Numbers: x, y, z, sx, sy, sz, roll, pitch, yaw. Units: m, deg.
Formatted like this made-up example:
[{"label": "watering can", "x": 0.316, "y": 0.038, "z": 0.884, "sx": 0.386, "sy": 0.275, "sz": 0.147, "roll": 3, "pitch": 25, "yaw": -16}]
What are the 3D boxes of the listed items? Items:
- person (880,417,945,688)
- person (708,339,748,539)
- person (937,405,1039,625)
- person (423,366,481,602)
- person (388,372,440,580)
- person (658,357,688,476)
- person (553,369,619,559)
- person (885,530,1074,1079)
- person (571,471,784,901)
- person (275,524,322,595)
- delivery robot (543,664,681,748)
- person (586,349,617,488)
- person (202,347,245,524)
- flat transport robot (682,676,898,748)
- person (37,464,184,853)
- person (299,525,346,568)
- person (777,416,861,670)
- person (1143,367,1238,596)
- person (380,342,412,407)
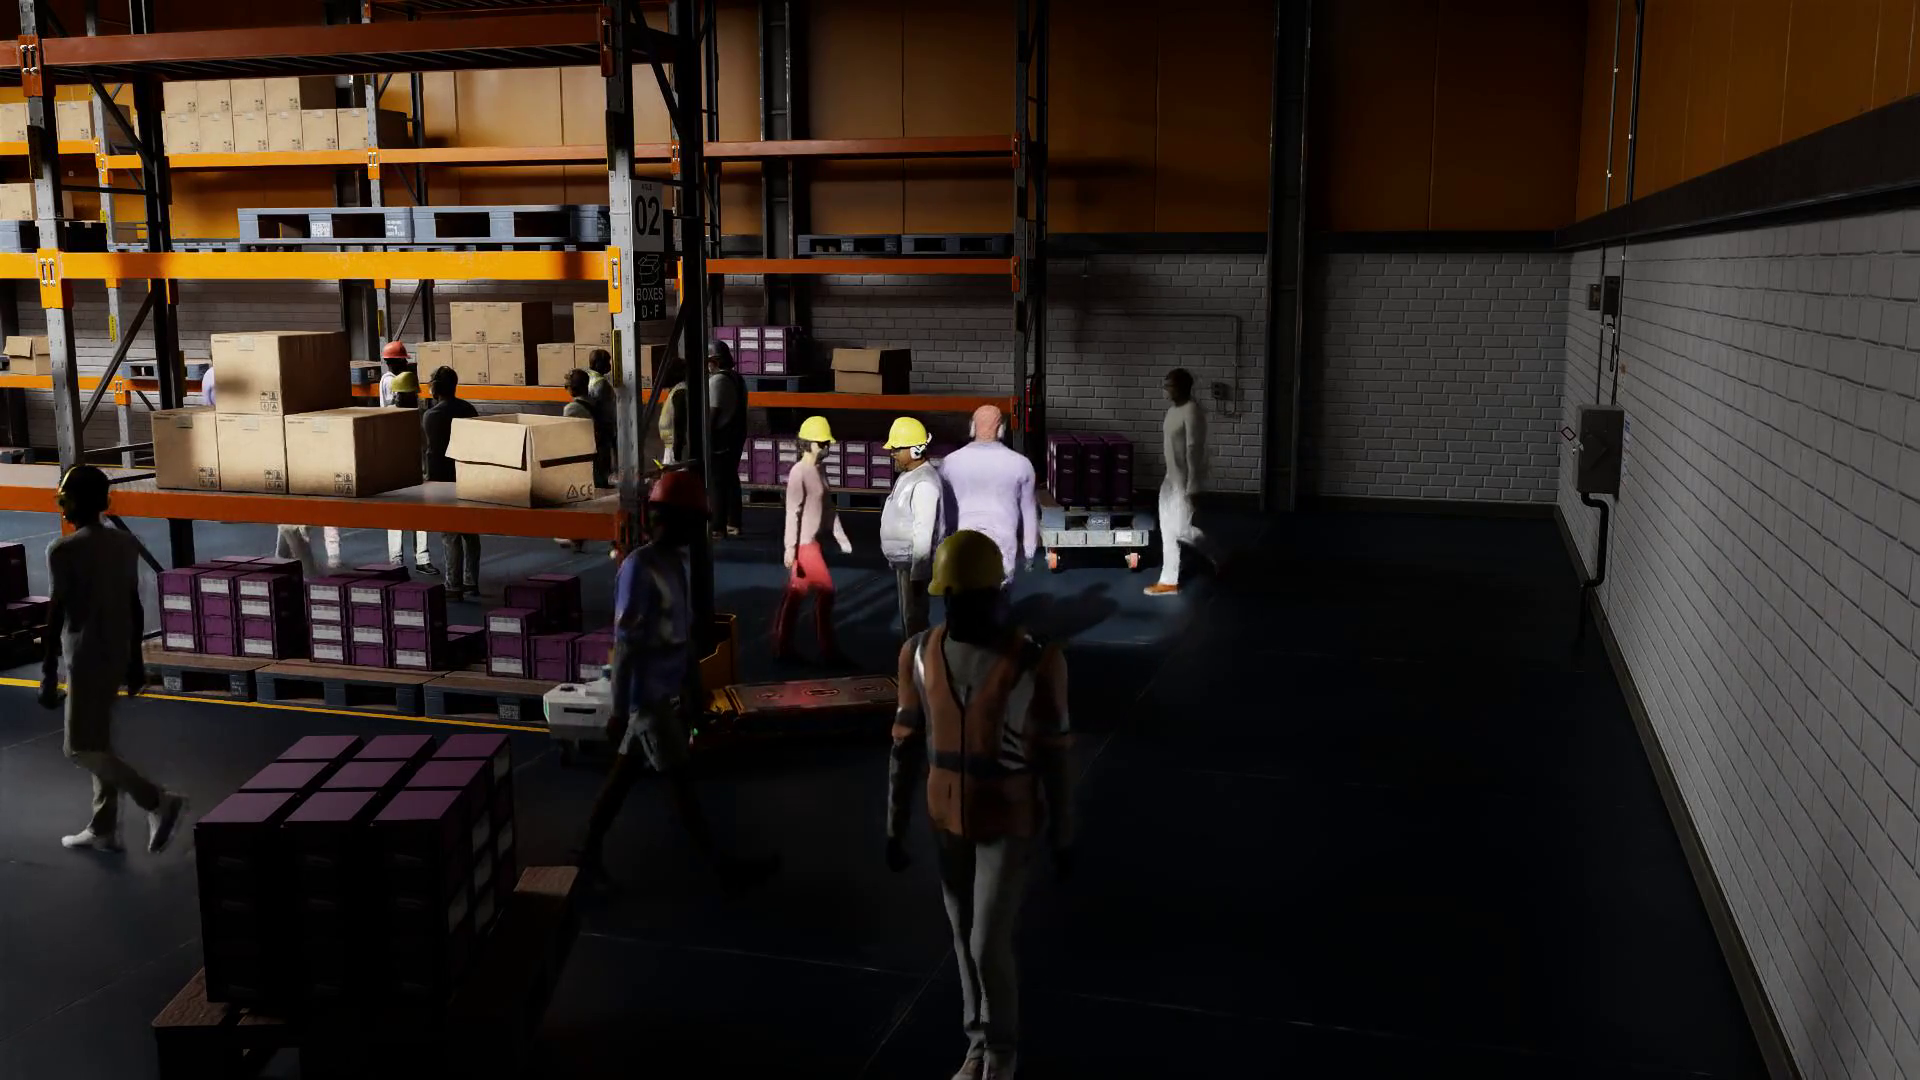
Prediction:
[{"label": "person", "x": -0.298, "y": 0.134, "z": 10.421, "sx": 0.404, "sy": 1.821, "sz": 0.593, "roll": -2, "pitch": 9, "yaw": -10}, {"label": "person", "x": -2.440, "y": -1.038, "z": 16.891, "sx": 0.535, "sy": 2.000, "sz": 0.688, "roll": 3, "pitch": 10, "yaw": 16}, {"label": "person", "x": 0.184, "y": 0.056, "z": 10.804, "sx": 0.664, "sy": 1.851, "sz": 0.997, "roll": 2, "pitch": 9, "yaw": 11}, {"label": "person", "x": -4.190, "y": -0.459, "z": 13.674, "sx": 0.373, "sy": 1.940, "sz": 0.628, "roll": 3, "pitch": 10, "yaw": 17}, {"label": "person", "x": -4.848, "y": -0.566, "z": 14.657, "sx": 0.404, "sy": 1.828, "sz": 0.603, "roll": 7, "pitch": 12, "yaw": 37}, {"label": "person", "x": -2.870, "y": -1.018, "z": 17.491, "sx": 0.862, "sy": 1.813, "sz": 0.630, "roll": -2, "pitch": 10, "yaw": -14}, {"label": "person", "x": -3.467, "y": -0.714, "z": 15.700, "sx": 0.910, "sy": 1.797, "sz": 0.520, "roll": 5, "pitch": 11, "yaw": 30}, {"label": "person", "x": 0.035, "y": 0.913, "z": 5.380, "sx": 0.624, "sy": 1.907, "sz": 0.556, "roll": 5, "pitch": 11, "yaw": 27}, {"label": "person", "x": -1.277, "y": 0.646, "z": 7.168, "sx": 1.010, "sy": 1.860, "sz": 0.608, "roll": 1, "pitch": 9, "yaw": 7}, {"label": "person", "x": -5.673, "y": -0.462, "z": 13.996, "sx": 0.897, "sy": 1.848, "sz": 0.589, "roll": 5, "pitch": 10, "yaw": 27}, {"label": "delivery robot", "x": -1.912, "y": 0.928, "z": 9.140, "sx": 0.707, "sy": 0.478, "sz": 0.477, "roll": 1, "pitch": 9, "yaw": 8}, {"label": "person", "x": -3.999, "y": -1.201, "z": 18.500, "sx": 0.429, "sy": 1.839, "sz": 0.633, "roll": -6, "pitch": 11, "yaw": -31}, {"label": "person", "x": -7.916, "y": -1.143, "z": 17.843, "sx": 0.362, "sy": 1.938, "sz": 0.631, "roll": -5, "pitch": 11, "yaw": -30}, {"label": "flat transport robot", "x": -0.895, "y": 1.000, "z": 9.848, "sx": 1.431, "sy": 0.197, "sz": 0.652, "roll": -3, "pitch": 10, "yaw": -15}, {"label": "person", "x": -3.939, "y": 0.573, "z": 7.676, "sx": 0.628, "sy": 1.841, "sz": 0.537, "roll": 2, "pitch": 10, "yaw": 14}, {"label": "person", "x": -5.840, "y": -0.716, "z": 15.067, "sx": 0.622, "sy": 1.992, "sz": 0.395, "roll": -5, "pitch": 11, "yaw": -28}, {"label": "person", "x": -0.944, "y": 0.022, "z": 11.358, "sx": 0.750, "sy": 1.733, "sz": 0.521, "roll": 1, "pitch": 9, "yaw": 9}, {"label": "person", "x": 1.908, "y": -0.478, "z": 13.854, "sx": 0.687, "sy": 1.917, "sz": 0.641, "roll": -2, "pitch": 9, "yaw": -11}, {"label": "person", "x": -6.111, "y": -1.186, "z": 18.106, "sx": 0.359, "sy": 1.938, "sz": 0.545, "roll": -4, "pitch": 10, "yaw": -22}]
